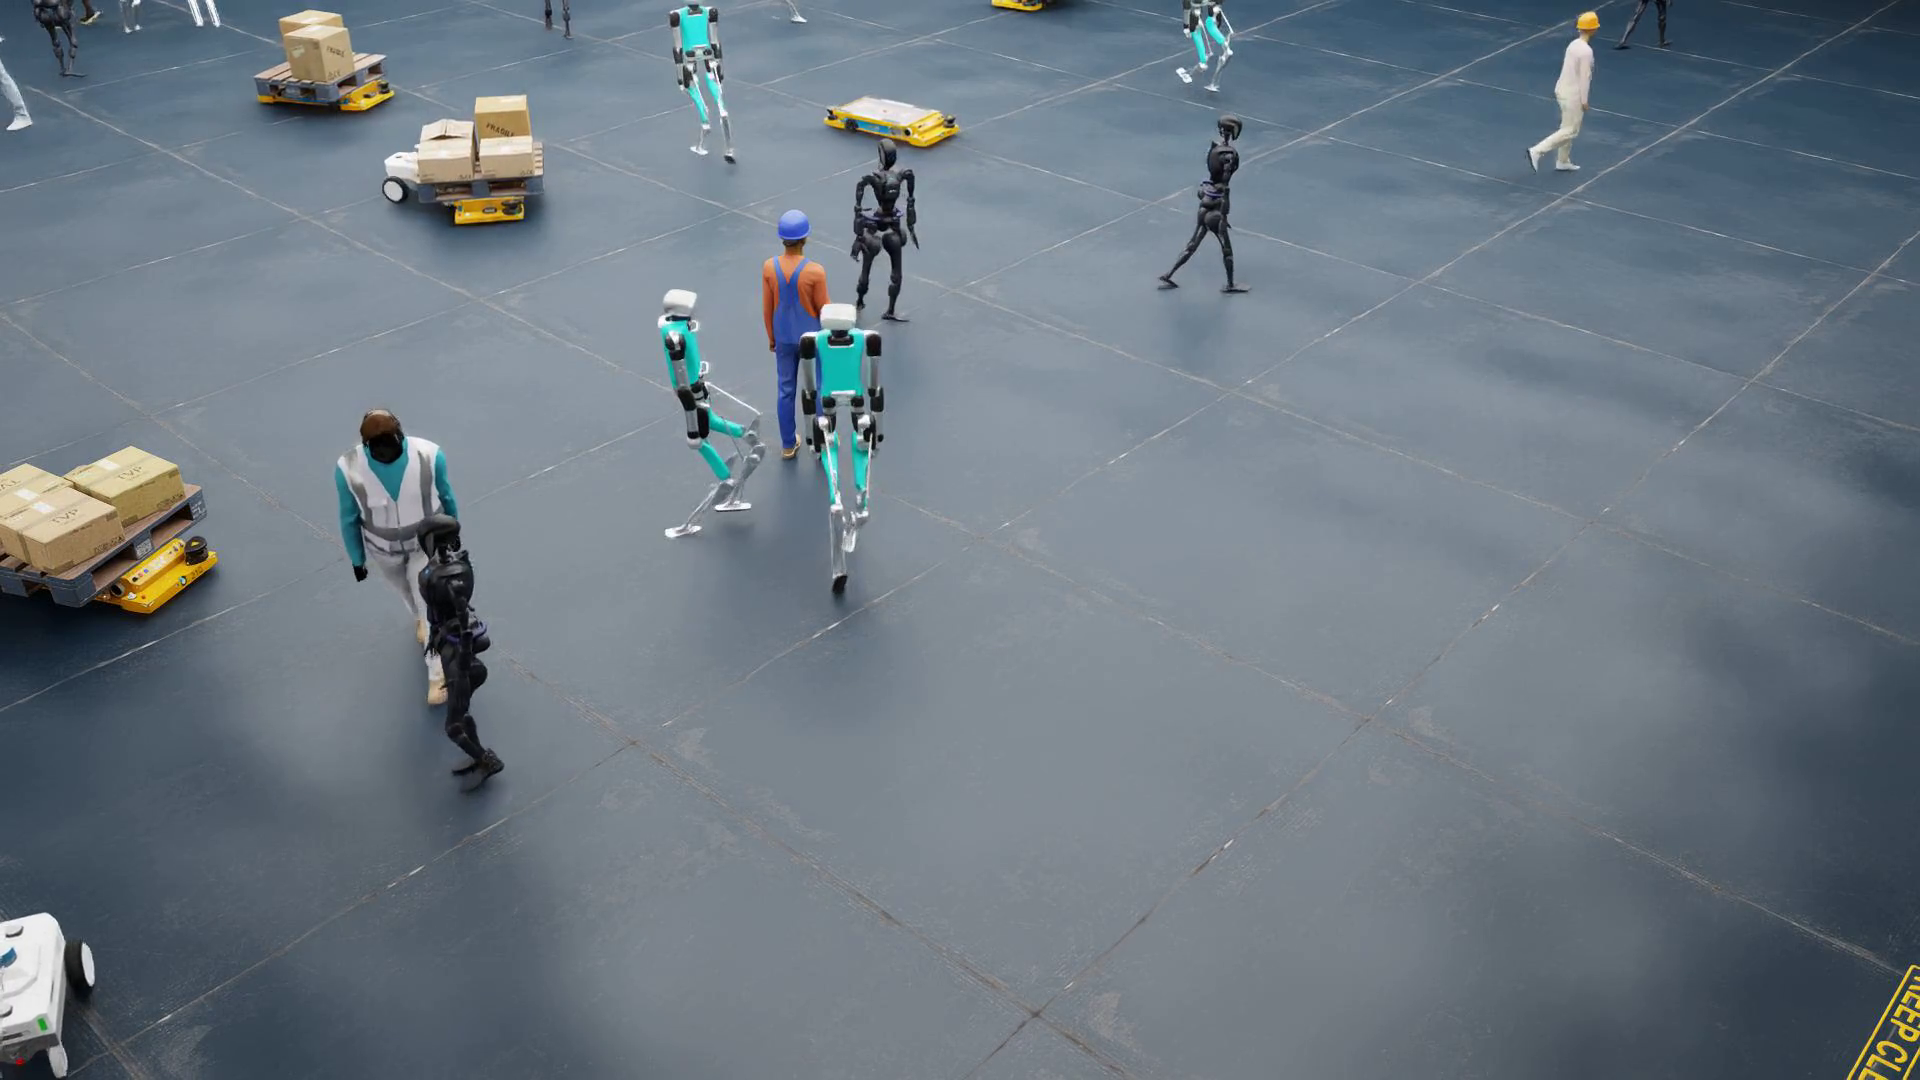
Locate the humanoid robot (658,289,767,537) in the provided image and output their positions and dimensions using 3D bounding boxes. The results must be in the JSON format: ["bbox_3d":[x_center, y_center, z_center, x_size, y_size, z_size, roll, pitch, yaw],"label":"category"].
[{"bbox_3d":[-1.614,-0.830,11.115,0.843,1.800,0.548,-3,32,-5],"label":"humanoid robot"}]

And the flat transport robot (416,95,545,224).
[{"bbox_3d":[-4.810,-3.544,16.860,0.659,0.231,1.431,-6,32,-10],"label":"flat transport robot"}]

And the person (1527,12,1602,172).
[{"bbox_3d":[6.284,-4.605,17.225,0.595,1.675,0.489,-1,32,-2],"label":"person"}]

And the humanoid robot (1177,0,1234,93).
[{"bbox_3d":[2.922,-6.074,19.540,0.539,1.723,1.019,-14,34,-21],"label":"humanoid robot"}]

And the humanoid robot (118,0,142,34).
[{"bbox_3d":[-11.111,-7.582,21.995,0.539,1.784,0.818,-21,38,-30],"label":"humanoid robot"}]

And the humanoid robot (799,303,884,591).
[{"bbox_3d":[-0.729,-0.539,10.636,0.530,1.767,0.981,-3,32,-4],"label":"humanoid robot"}]

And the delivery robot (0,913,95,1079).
[{"bbox_3d":[-4.277,2.063,7.569,0.499,0.603,0.803,-11,34,-18],"label":"delivery robot"}]

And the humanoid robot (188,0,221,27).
[{"bbox_3d":[-10.320,-7.751,22.259,0.539,1.812,0.664,-12,34,-18],"label":"humanoid robot"}]

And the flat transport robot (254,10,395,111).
[{"bbox_3d":[-7.522,-5.308,19.701,1.431,0.231,0.659,9,33,14],"label":"flat transport robot"}]

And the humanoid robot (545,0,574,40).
[{"bbox_3d":[-5.330,-7.453,21.839,0.614,1.642,0.576,-12,34,-18],"label":"humanoid robot"}]

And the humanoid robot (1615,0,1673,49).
[{"bbox_3d":[8.933,-7.133,21.375,0.842,1.620,0.589,-14,34,-21],"label":"humanoid robot"}]

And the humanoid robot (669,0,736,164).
[{"bbox_3d":[-2.646,-4.818,17.541,0.535,1.767,0.956,-15,35,-22],"label":"humanoid robot"}]

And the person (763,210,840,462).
[{"bbox_3d":[-1.145,-1.450,11.935,0.515,1.910,0.362,8,33,12],"label":"person"}]

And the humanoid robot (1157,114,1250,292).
[{"bbox_3d":[2.196,-2.944,14.627,0.820,1.638,0.608,-2,32,-4],"label":"humanoid robot"}]

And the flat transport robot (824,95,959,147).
[{"bbox_3d":[-0.782,-4.733,18.776,1.431,0.231,0.659,20,37,29],"label":"flat transport robot"}]

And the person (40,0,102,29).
[{"bbox_3d":[-12.075,-7.804,22.172,0.809,1.962,0.630,-3,32,-4],"label":"person"}]

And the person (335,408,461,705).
[{"bbox_3d":[-3.250,-0.019,9.745,0.640,1.792,0.948,-6,32,-10],"label":"person"}]

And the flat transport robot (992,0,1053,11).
[{"bbox_3d":[1.098,-7.821,23.748,0.659,0.231,1.431,18,36,26],"label":"flat transport robot"}]

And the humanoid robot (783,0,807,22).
[{"bbox_3d":[-2.263,-7.783,22.409,0.702,1.899,0.547,11,33,16],"label":"humanoid robot"}]

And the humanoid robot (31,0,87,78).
[{"bbox_3d":[-11.067,-6.464,20.237,0.614,1.644,0.475,7,33,11],"label":"humanoid robot"}]

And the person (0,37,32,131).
[{"bbox_3d":[-10.897,-5.426,18.360,0.743,1.879,0.806,23,39,33],"label":"person"}]

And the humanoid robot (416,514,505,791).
[{"bbox_3d":[-2.699,0.579,8.884,0.337,1.651,0.590,-19,37,-28],"label":"humanoid robot"}]

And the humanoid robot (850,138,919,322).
[{"bbox_3d":[-0.666,-2.617,14.043,0.611,1.645,0.484,-15,35,-23],"label":"humanoid robot"}]

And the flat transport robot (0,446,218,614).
[{"bbox_3d":[-5.713,0.130,10.945,1.431,0.231,0.659,10,33,15],"label":"flat transport robot"}]

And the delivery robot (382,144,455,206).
[{"bbox_3d":[-5.436,-3.719,16.855,0.768,0.576,0.499,7,33,11],"label":"delivery robot"}]
